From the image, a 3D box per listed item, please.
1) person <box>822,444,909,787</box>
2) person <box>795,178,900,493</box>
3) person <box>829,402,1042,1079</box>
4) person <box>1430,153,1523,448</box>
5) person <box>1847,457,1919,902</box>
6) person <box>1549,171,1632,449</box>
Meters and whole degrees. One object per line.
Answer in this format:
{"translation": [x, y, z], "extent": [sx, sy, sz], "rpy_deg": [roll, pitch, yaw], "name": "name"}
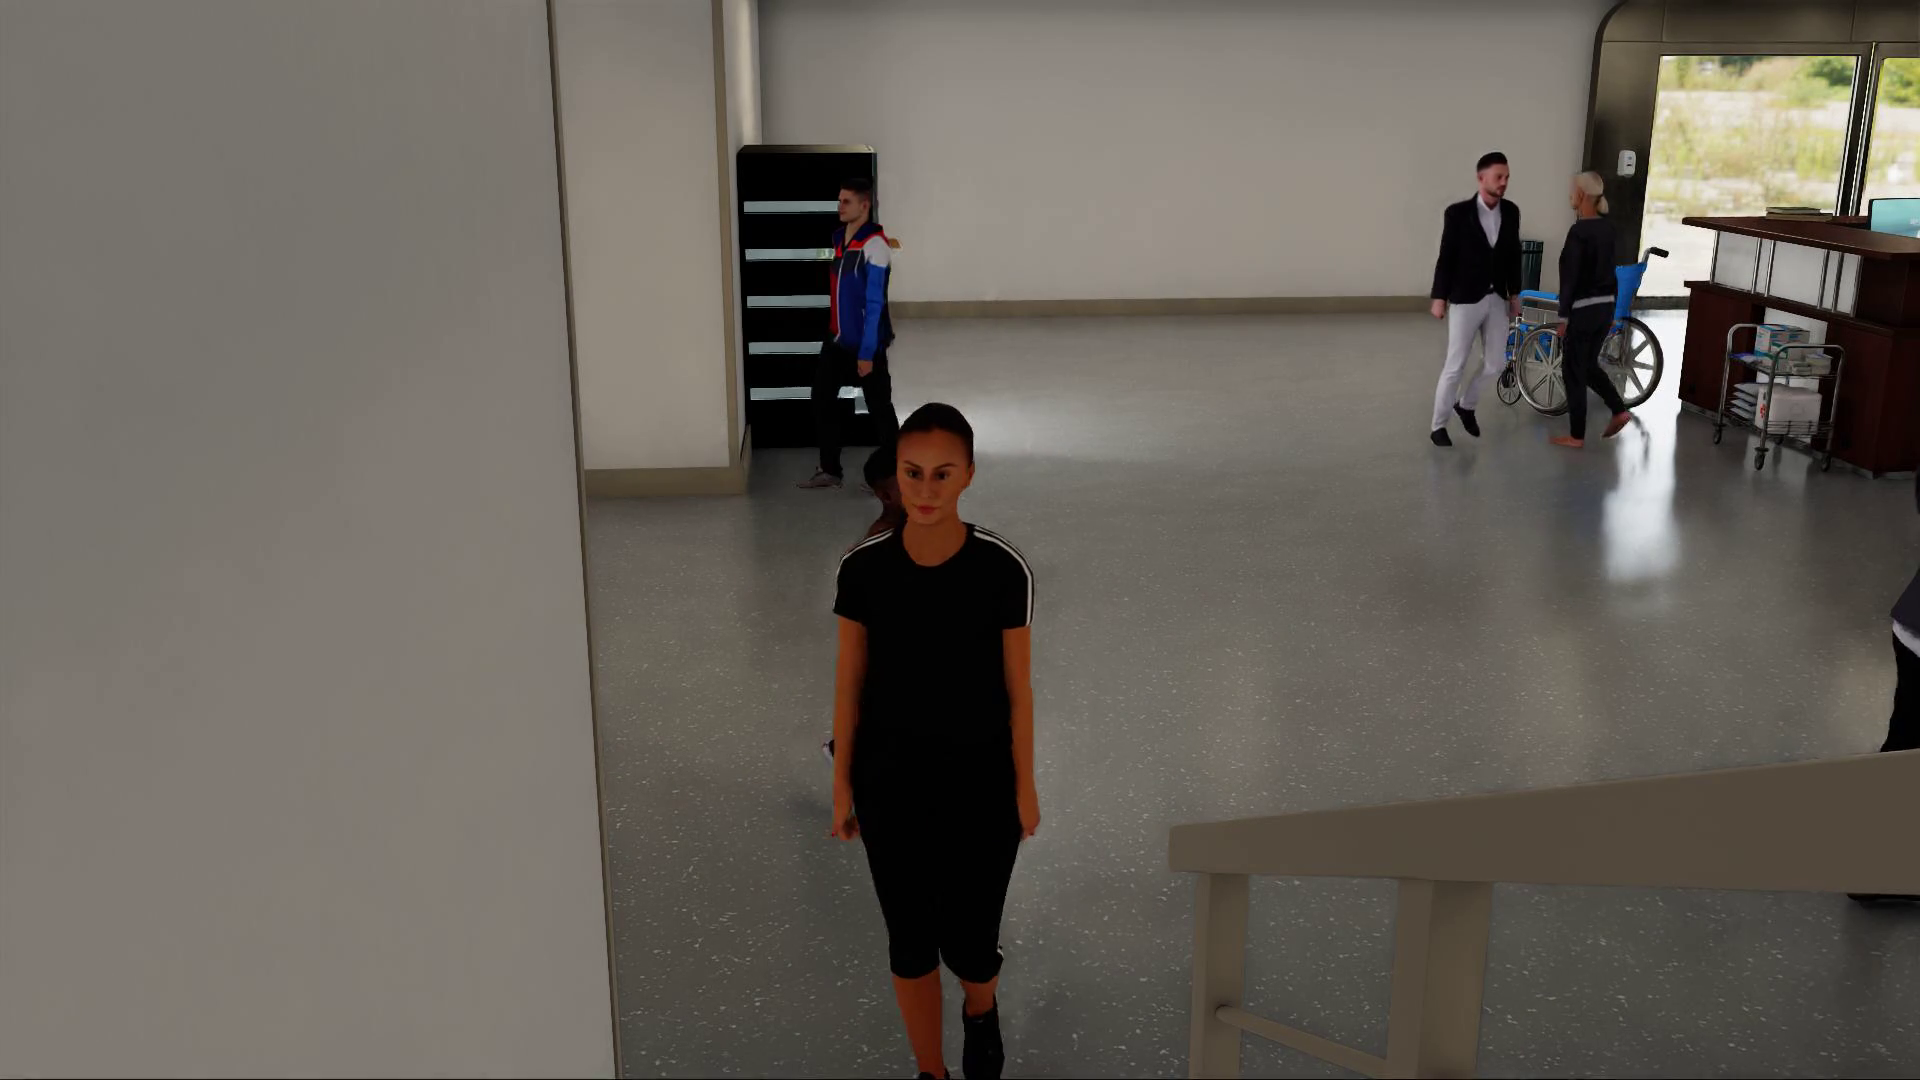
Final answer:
{"translation": [-0.230, 0.314, 5.086], "extent": [0.823, 1.244, 0.799], "rpy_deg": [9, 18, 30], "name": "person"}
{"translation": [-0.485, -1.110, 9.231], "extent": [0.954, 1.736, 0.935], "rpy_deg": [-12, 20, -36], "name": "person"}
{"translation": [-0.025, 0.499, 3.662], "extent": [0.705, 1.660, 0.752], "rpy_deg": [4, 16, 15], "name": "person"}
{"translation": [3.222, -1.494, 10.440], "extent": [0.697, 1.818, 0.678], "rpy_deg": [-1, 16, -3], "name": "person"}
{"translation": [2.681, 0.288, 4.559], "extent": [0.746, 1.581, 0.696], "rpy_deg": [0, 16, 0], "name": "person"}
{"translation": [3.973, -1.411, 10.350], "extent": [0.812, 1.708, 0.886], "rpy_deg": [-12, 20, -36], "name": "person"}
